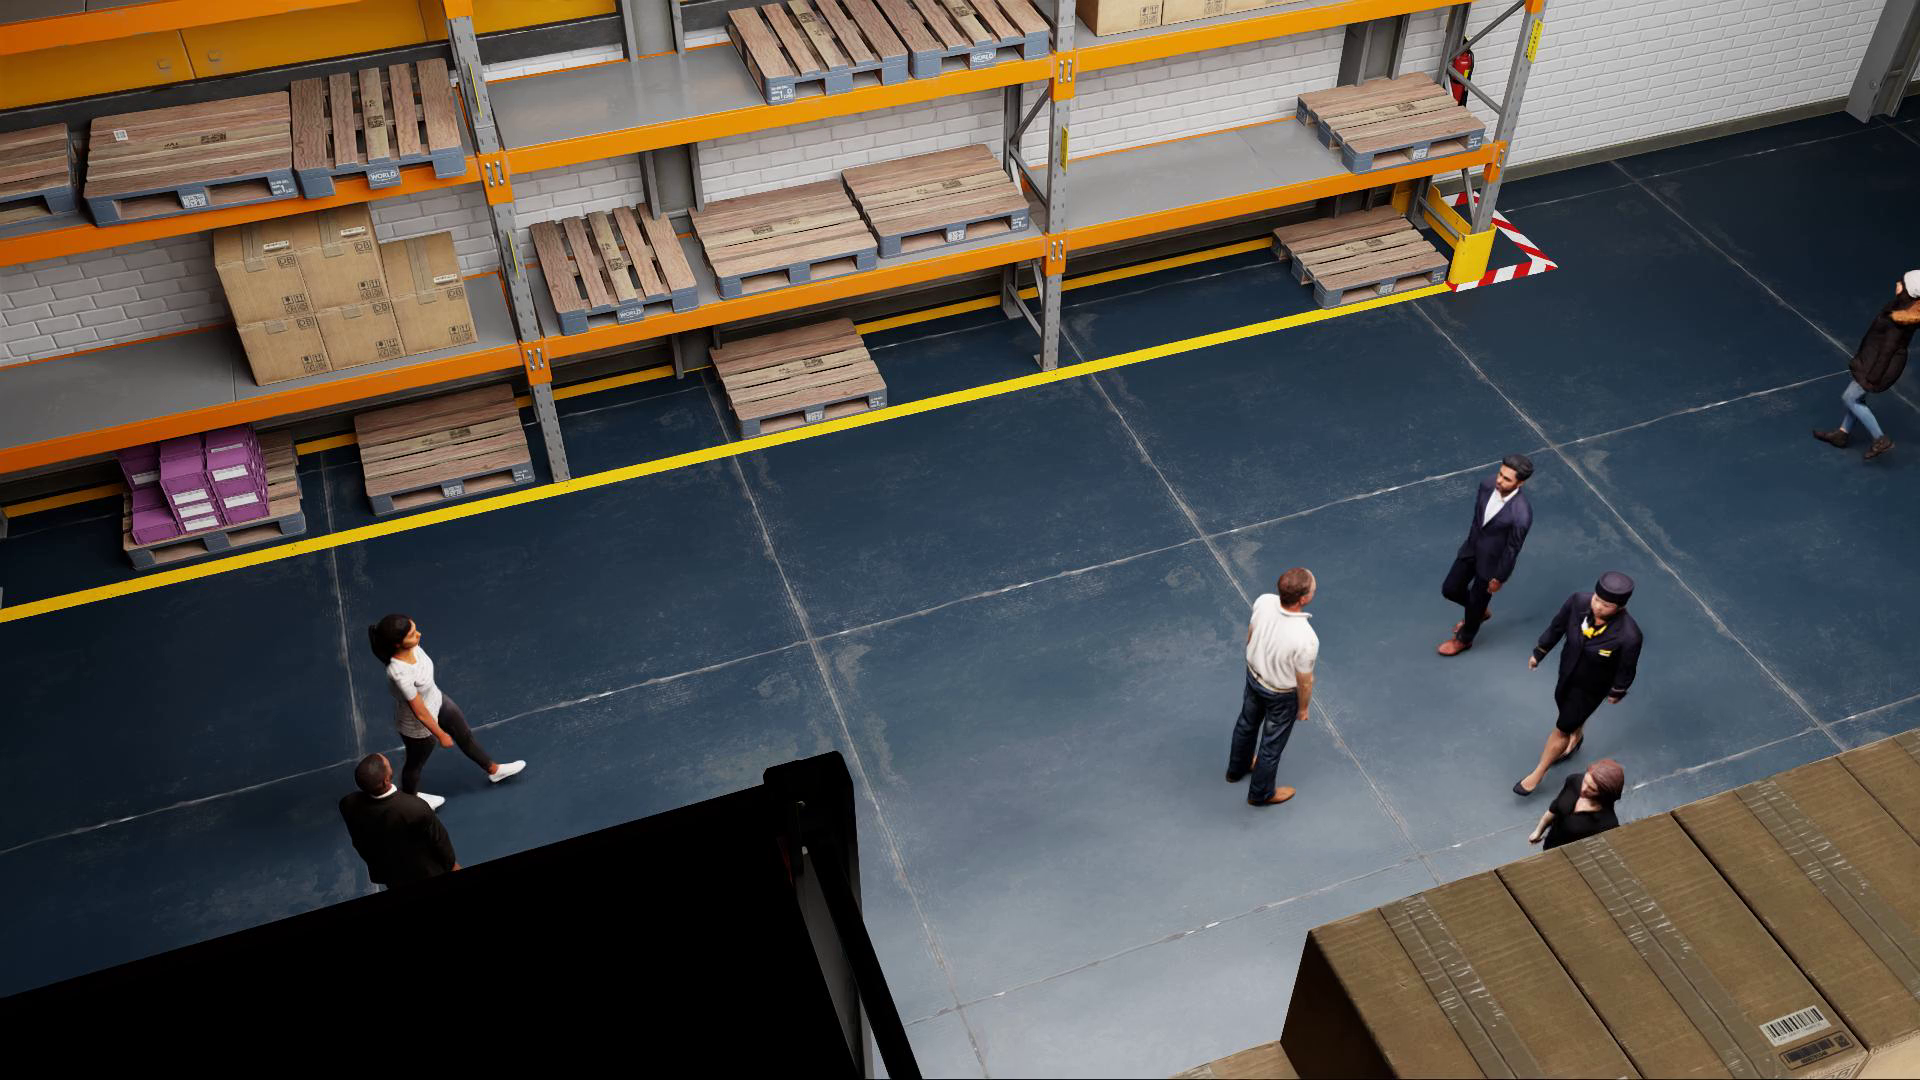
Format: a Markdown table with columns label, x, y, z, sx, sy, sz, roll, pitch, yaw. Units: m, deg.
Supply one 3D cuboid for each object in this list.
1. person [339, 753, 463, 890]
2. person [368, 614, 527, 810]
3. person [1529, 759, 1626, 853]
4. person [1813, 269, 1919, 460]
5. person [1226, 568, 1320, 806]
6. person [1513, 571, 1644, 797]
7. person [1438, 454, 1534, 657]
| label | x | y | z | sx | sy | sz | roll | pitch | yaw |
| --- | --- | --- | --- | --- | --- | --- | --- | --- | --- |
| person | -2.970 | 1.760 | 9.002 | 0.642 | 1.800 | 0.790 | 2 | 44 | 2 |
| person | -3.284 | 1.065 | 9.867 | 1.033 | 1.612 | 0.699 | -6 | 44 | -6 |
| person | 3.411 | 1.727 | 9.126 | 1.050 | 1.675 | 0.720 | -6 | 44 | -6 |
| person | 6.877 | -1.273 | 12.316 | 0.886 | 1.620 | 0.866 | 30 | 51 | 28 |
| person | 1.853 | 0.862 | 9.906 | 0.611 | 1.853 | 0.700 | -21 | 48 | -21 |
| person | 3.854 | 0.805 | 10.116 | 0.991 | 1.645 | 0.809 | -22 | 48 | -21 |
| person | 3.495 | 0.102 | 10.802 | 0.691 | 1.718 | 0.668 | -18 | 46 | -18 |
